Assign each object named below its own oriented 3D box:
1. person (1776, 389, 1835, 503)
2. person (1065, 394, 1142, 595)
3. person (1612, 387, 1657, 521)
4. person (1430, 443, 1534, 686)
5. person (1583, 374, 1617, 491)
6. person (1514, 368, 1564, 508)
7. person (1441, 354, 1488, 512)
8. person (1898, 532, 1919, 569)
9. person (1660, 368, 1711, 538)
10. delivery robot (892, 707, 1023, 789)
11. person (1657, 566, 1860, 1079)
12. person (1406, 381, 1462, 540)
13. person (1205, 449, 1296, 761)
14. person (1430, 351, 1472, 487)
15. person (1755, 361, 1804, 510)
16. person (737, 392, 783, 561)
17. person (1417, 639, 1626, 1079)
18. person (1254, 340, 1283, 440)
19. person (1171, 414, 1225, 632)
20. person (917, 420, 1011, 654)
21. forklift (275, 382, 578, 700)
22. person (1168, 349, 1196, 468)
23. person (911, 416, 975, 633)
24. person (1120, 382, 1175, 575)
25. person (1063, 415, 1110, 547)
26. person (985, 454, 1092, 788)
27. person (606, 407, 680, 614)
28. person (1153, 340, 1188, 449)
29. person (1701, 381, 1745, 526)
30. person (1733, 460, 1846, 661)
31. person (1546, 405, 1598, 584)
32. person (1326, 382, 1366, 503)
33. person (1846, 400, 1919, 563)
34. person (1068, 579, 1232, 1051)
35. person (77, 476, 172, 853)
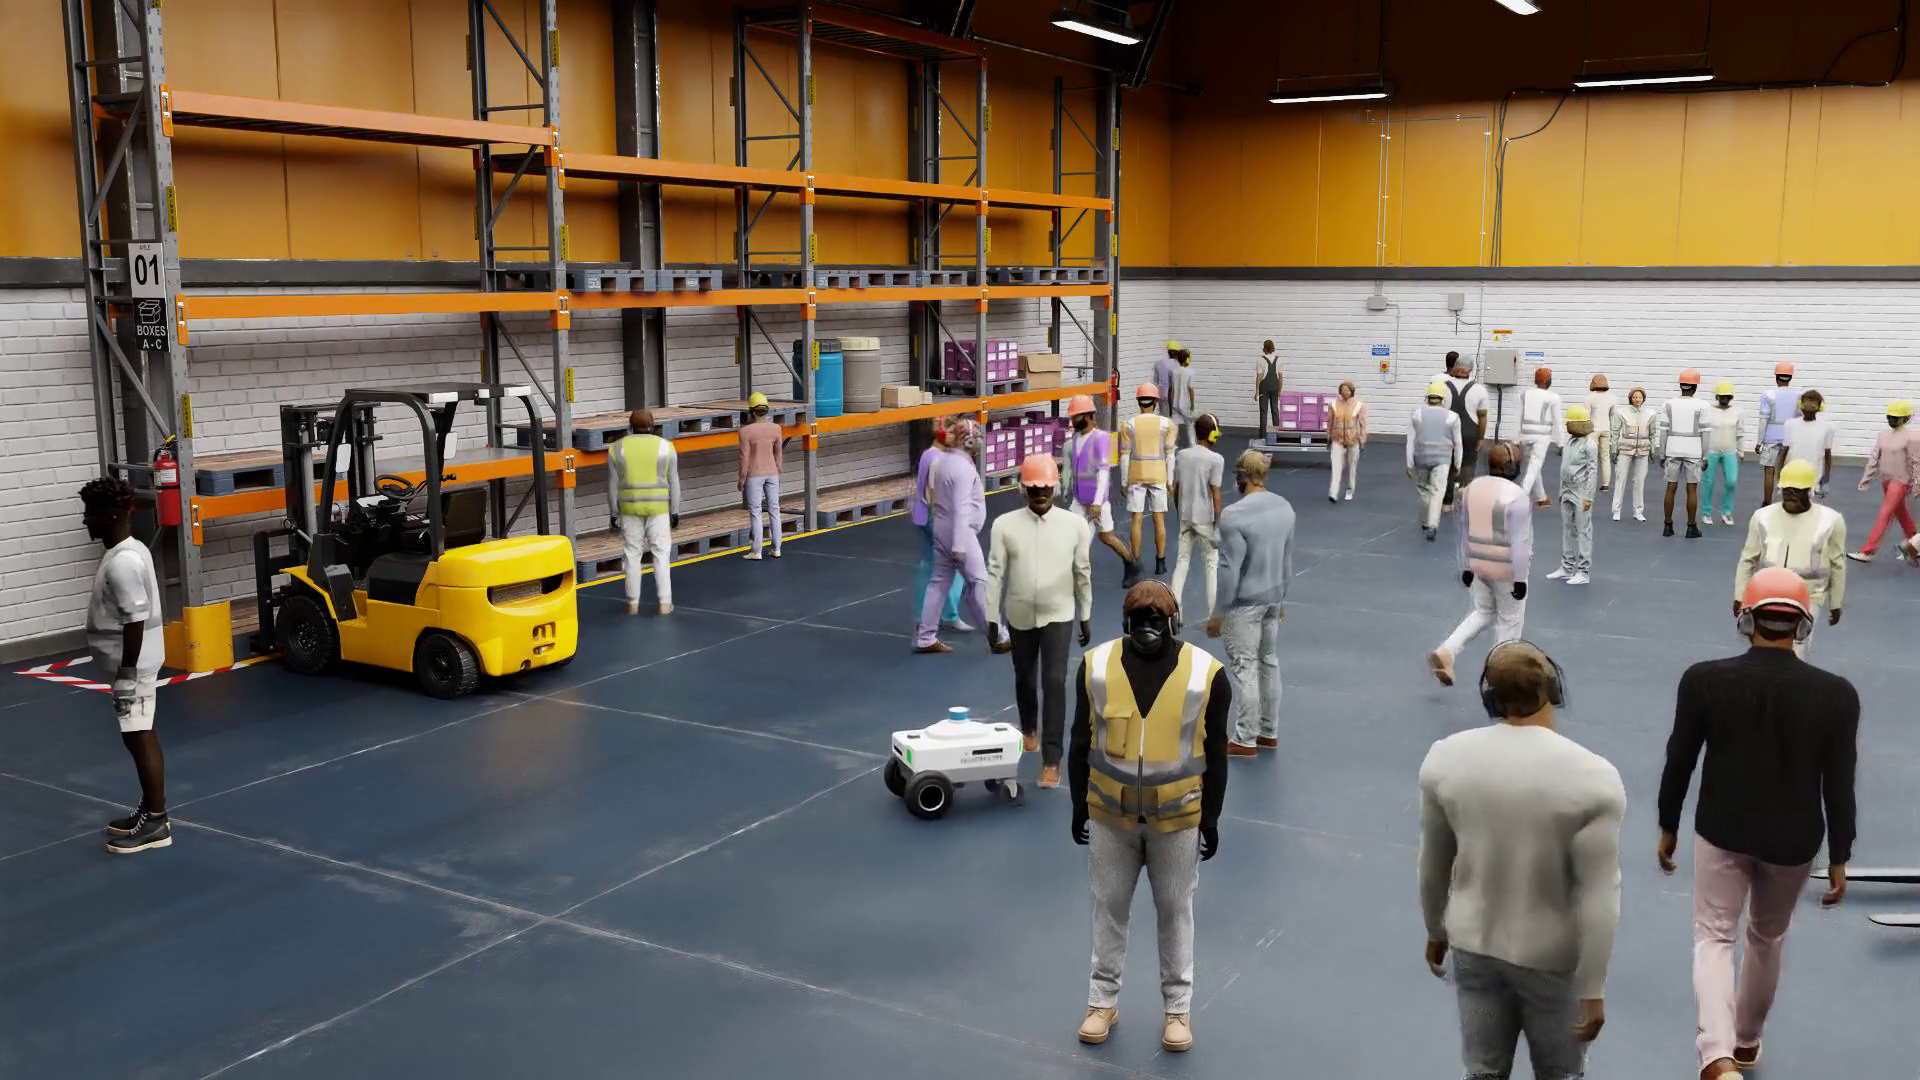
[{"bbox_3d":[8.731,-0.652,17.180,0.504,1.843,0.755,7,11,37],"label":"person"},{"bbox_3d":[1.284,-0.428,15.610,0.942,1.898,0.559,-7,11,-36],"label":"person"},{"bbox_3d":[8.195,-1.044,20.240,0.524,1.639,0.308,1,9,6],"label":"person"},{"bbox_3d":[3.768,0.214,11.828,0.705,1.822,0.633,-3,10,-20],"label":"person"},{"bbox_3d":[8.797,-1.476,22.954,0.504,1.631,0.279,-1,9,-9],"label":"person"},{"bbox_3d":[7.293,-1.256,21.006,0.998,1.831,0.594,-7,12,-38],"label":"person"},{"bbox_3d":[6.235,-1.336,20.815,0.688,2.000,0.724,4,10,21],"label":"person"},{"bbox_3d":[9.855,-0.553,16.391,0.842,1.910,0.648,2,9,13],"label":"person"},{"bbox_3d":[8.264,-0.990,18.971,0.542,1.939,0.364,7,11,37],"label":"person"},{"bbox_3d":[-0.012,1.188,9.392,0.707,0.478,0.477,-3,9,-18],"label":"delivery robot"},{"bbox_3d":[2.865,1.086,6.000,0.643,1.958,0.902,4,10,22],"label":"person"},{"bbox_3d":[5.399,-0.911,18.950,0.606,1.792,0.921,3,10,19],"label":"person"},{"bbox_3d":[1.796,0.406,10.311,0.663,1.934,0.379,-8,12,-41],"label":"person"},{"bbox_3d":[6.913,-1.699,23.459,0.588,1.920,0.392,1,9,7],"label":"person"},{"bbox_3d":[10.135,-1.249,20.590,0.552,1.935,0.367,1,9,5],"label":"person"},{"bbox_3d":[-2.101,-0.664,17.475,0.524,1.769,0.316,-7,11,-37],"label":"person"},{"bbox_3d":[1.662,1.260,5.047,0.649,1.897,0.535,7,11,36],"label":"person"},{"bbox_3d":[5.474,-2.630,29.521,0.505,1.841,0.346,-2,9,-11],"label":"person"},{"bbox_3d":[2.018,-0.137,14.018,0.522,1.838,0.628,8,12,41],"label":"person"},{"bbox_3d":[0.083,-0.013,13.114,0.942,1.861,0.660,-3,10,-18],"label":"person"},{"bbox_3d":[-3.974,-0.067,12.417,2.313,2.155,1.214,5,11,30],"label":"forklift"},{"bbox_3d":[3.514,-2.054,25.938,0.554,1.830,0.913,7,11,36],"label":"person"},{"bbox_3d":[-0.102,-0.130,13.942,0.624,1.824,0.592,-1,9,-7],"label":"person"},{"bbox_3d":[1.868,-0.611,16.643,0.543,1.927,0.375,1,9,4],"label":"person"},{"bbox_3d":[1.271,-0.513,16.988,0.496,1.613,0.544,4,10,23],"label":"person"},{"bbox_3d":[0.476,0.432,10.092,0.641,1.952,1.018,1,9,5],"label":"person"},{"bbox_3d":[-2.791,-0.259,14.719,0.632,1.840,0.429,-1,9,-9],"label":"person"},{"bbox_3d":[3.545,-2.430,28.115,0.595,1.898,0.901,2,9,13],"label":"person"},{"bbox_3d":[9.064,-1.024,19.793,0.592,1.737,0.620,1,9,7],"label":"person"},{"bbox_3d":[5.456,0.364,11.001,0.622,1.777,0.937,8,12,43],"label":"person"},{"bbox_3d":[5.975,-0.441,16.164,0.313,1.740,0.486,-2,9,-13],"label":"person"},{"bbox_3d":[5.064,-1.281,21.839,0.538,1.585,0.851,4,10,22],"label":"person"},{"bbox_3d":[9.715,-0.609,17.303,0.955,1.709,0.534,-1,9,-9],"label":"person"},{"bbox_3d":[0.724,1.061,6.474,0.627,1.844,0.429,2,9,13],"label":"person"},{"bbox_3d":[-4.357,0.642,8.697,0.361,1.963,0.613,-4,10,-23],"label":"person"}]
